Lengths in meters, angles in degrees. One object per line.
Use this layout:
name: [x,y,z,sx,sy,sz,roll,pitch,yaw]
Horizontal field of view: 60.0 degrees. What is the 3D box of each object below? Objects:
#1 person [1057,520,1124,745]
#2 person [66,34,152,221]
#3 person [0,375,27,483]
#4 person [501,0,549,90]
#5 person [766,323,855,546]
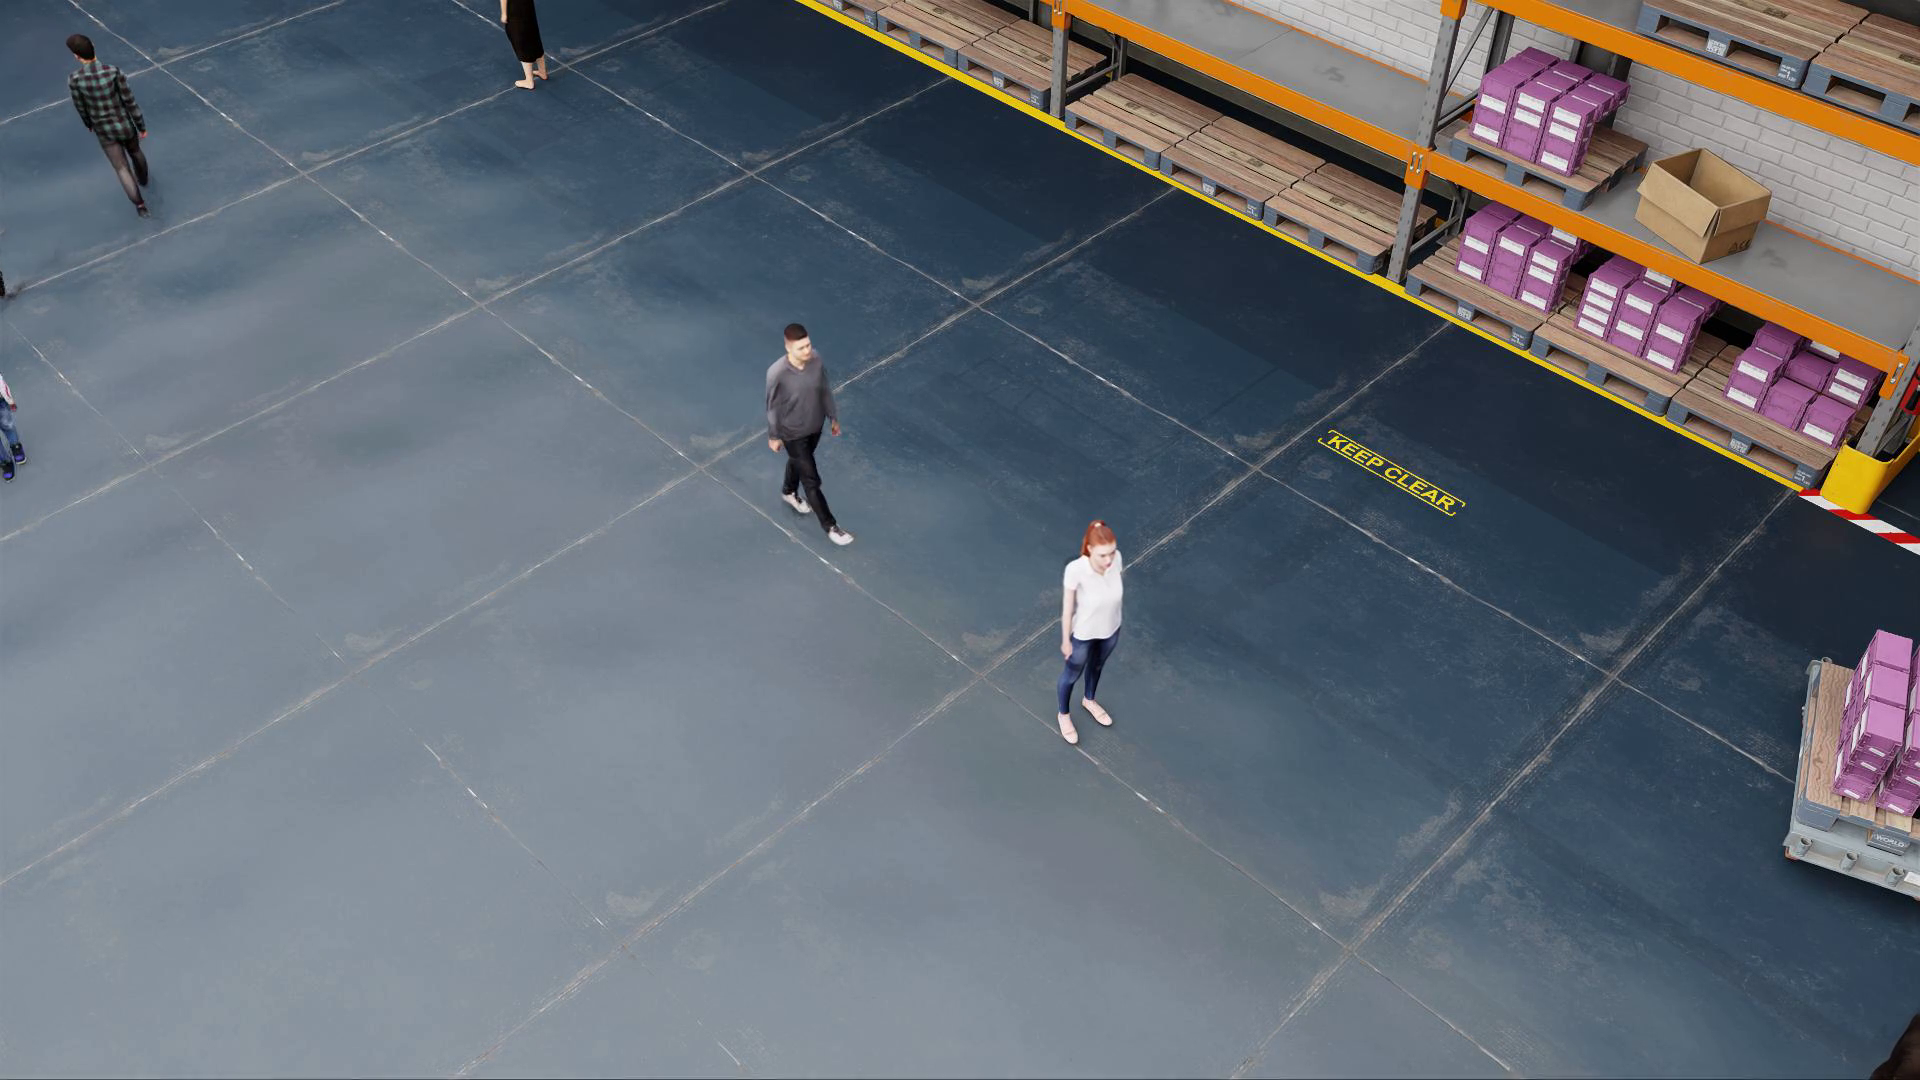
person: [0.811,0.546,10.285,0.619,1.737,0.598,-22,48,-22]
person: [-7.599,-3.662,14.920,0.853,1.670,1.195,-21,48,-21]
person: [-7.252,-1.095,12.360,0.572,1.251,0.700,-23,48,-23]
person: [-4.363,-5.269,16.470,0.642,1.625,0.621,22,48,22]
person: [-1.169,-0.826,11.734,0.622,1.725,1.056,-34,53,-31]
